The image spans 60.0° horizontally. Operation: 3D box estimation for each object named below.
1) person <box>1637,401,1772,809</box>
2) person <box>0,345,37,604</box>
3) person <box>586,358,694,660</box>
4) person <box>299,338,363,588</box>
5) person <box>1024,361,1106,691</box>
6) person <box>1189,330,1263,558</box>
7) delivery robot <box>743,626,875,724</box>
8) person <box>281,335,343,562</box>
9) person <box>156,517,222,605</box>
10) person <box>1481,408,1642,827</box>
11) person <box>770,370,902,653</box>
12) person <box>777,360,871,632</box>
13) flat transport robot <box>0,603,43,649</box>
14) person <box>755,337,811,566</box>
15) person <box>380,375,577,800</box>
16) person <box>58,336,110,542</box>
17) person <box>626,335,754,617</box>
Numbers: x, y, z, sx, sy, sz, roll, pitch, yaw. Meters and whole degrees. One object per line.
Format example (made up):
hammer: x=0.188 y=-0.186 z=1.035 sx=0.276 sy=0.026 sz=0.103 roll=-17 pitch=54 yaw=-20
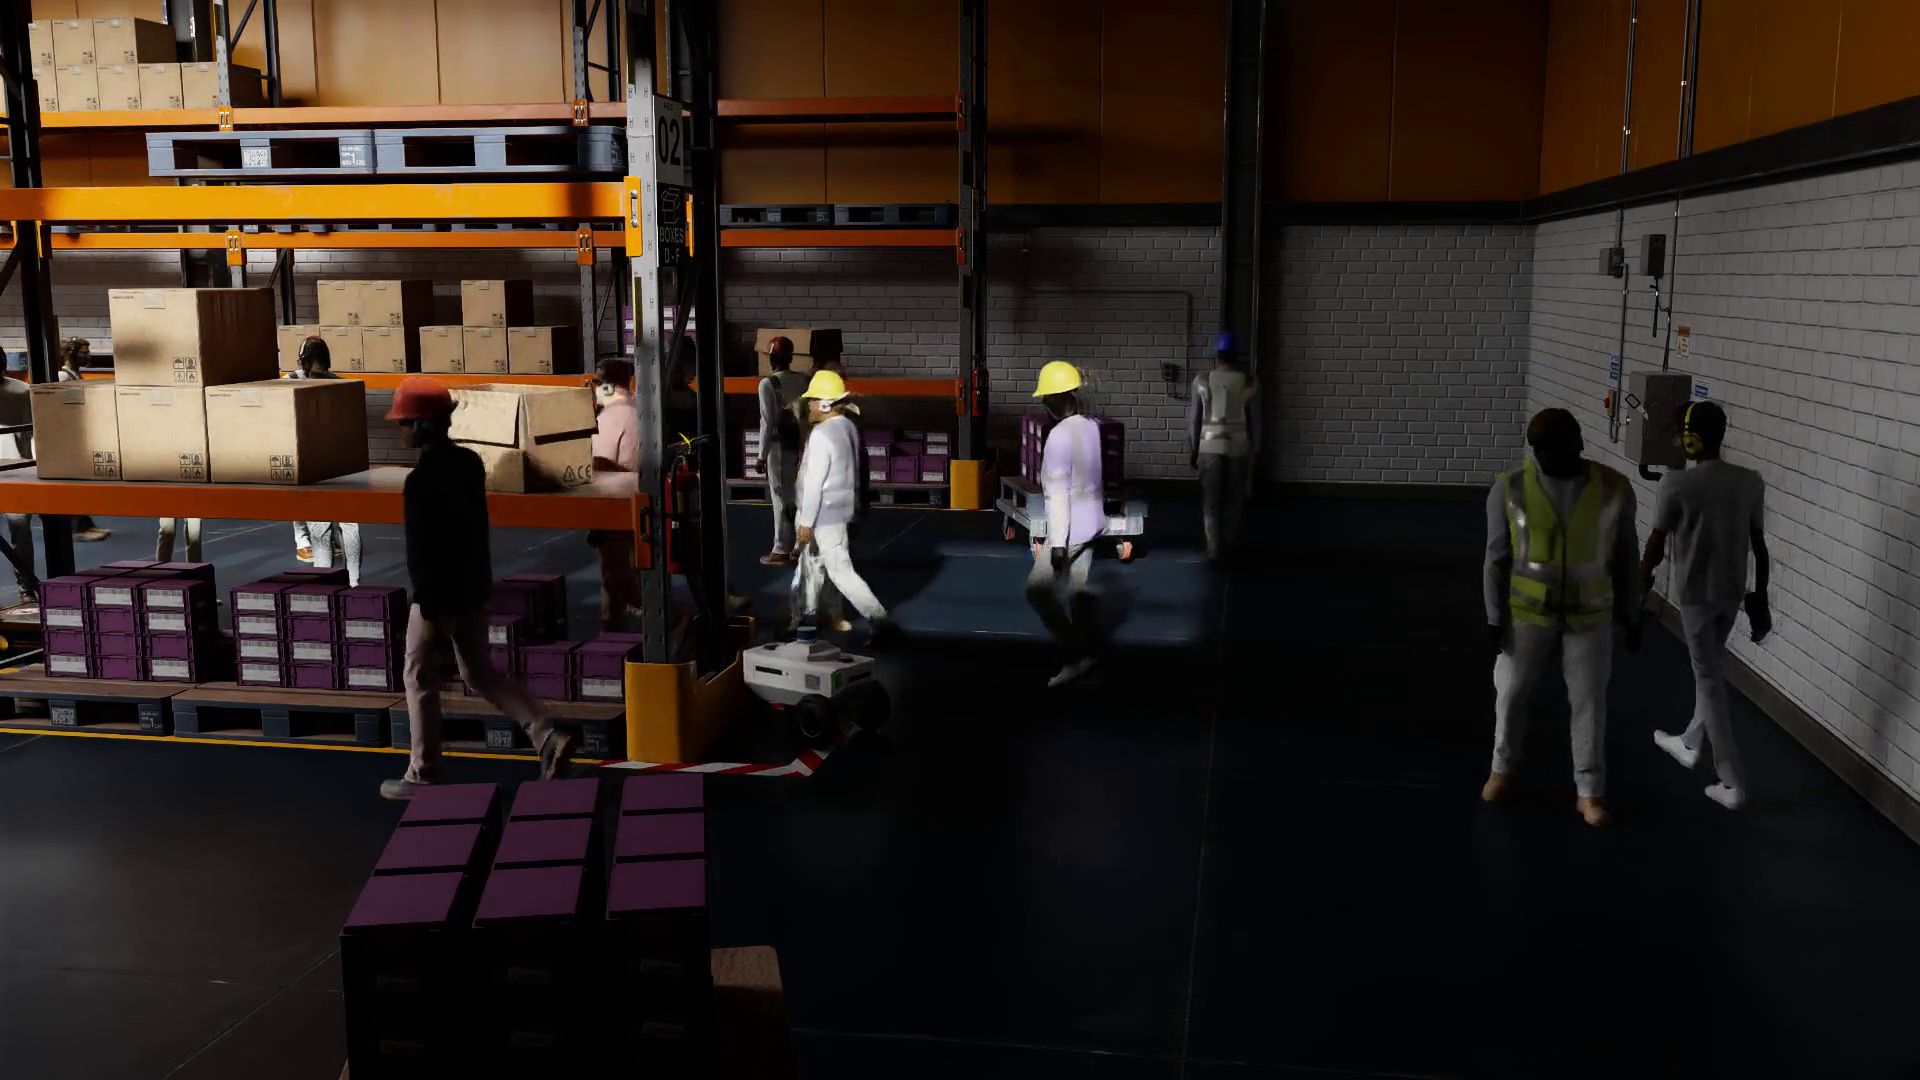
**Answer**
person: x=3.399 y=0.267 z=7.704 sx=0.513 sy=1.821 sz=0.909 roll=-2 pitch=9 yaw=-12
person: x=-6.844 y=-0.458 z=11.849 sx=0.629 sy=1.937 sz=0.376 roll=-5 pitch=11 yaw=-29
person: x=-2.018 y=-0.167 z=10.191 sx=0.758 sy=1.889 sz=0.644 roll=2 pitch=9 yaw=9
person: x=-4.603 y=-0.489 z=12.040 sx=0.372 sy=1.938 sz=0.630 roll=5 pitch=11 yaw=30
person: x=0.613 y=-0.066 z=9.508 sx=0.441 sy=1.902 sz=0.620 roll=5 pitch=10 yaw=26
person: x=2.214 y=-0.773 z=13.824 sx=0.616 sy=1.927 sz=0.734 roll=1 pitch=9 yaw=8
delivery robot: x=-0.797 y=0.694 z=8.682 sx=0.707 sy=0.478 sz=0.477 roll=7 pitch=11 yaw=35
person: x=-5.396 y=-0.768 z=13.935 sx=0.358 sy=1.885 sz=0.572 roll=5 pitch=11 yaw=30
person: x=-5.550 y=-0.425 z=11.871 sx=0.327 sy=1.865 sz=0.521 roll=6 pitch=11 yaw=33
person: x=2.660 y=0.329 z=7.368 sx=0.679 sy=1.819 sz=0.508 roll=3 pitch=10 yaw=16
person: x=-0.786 y=-0.178 z=10.549 sx=0.891 sy=1.801 sz=0.590 roll=2 pitch=9 yaw=10
person: x=-0.893 y=-0.290 z=11.129 sx=0.635 sy=1.828 sz=0.429 roll=-7 pitch=11 yaw=-37
flat transport robot: x=-5.661 y=0.561 z=10.678 sx=1.431 sy=0.197 sz=0.652 roll=1 pitch=9 yaw=8
person: x=-1.446 y=-0.729 z=13.694 sx=0.355 sy=1.883 sz=0.574 roll=8 pitch=12 yaw=39
person: x=-2.208 y=0.239 z=7.466 sx=0.860 sy=1.964 sz=0.629 roll=2 pitch=9 yaw=14
person: x=-7.915 y=-0.906 z=14.935 sx=0.373 sy=1.837 sz=0.533 roll=-2 pitch=9 yaw=-12
person: x=-1.934 y=-0.443 z=11.430 sx=1.068 sy=2.000 sz=0.691 roll=7 pitch=11 yaw=35
